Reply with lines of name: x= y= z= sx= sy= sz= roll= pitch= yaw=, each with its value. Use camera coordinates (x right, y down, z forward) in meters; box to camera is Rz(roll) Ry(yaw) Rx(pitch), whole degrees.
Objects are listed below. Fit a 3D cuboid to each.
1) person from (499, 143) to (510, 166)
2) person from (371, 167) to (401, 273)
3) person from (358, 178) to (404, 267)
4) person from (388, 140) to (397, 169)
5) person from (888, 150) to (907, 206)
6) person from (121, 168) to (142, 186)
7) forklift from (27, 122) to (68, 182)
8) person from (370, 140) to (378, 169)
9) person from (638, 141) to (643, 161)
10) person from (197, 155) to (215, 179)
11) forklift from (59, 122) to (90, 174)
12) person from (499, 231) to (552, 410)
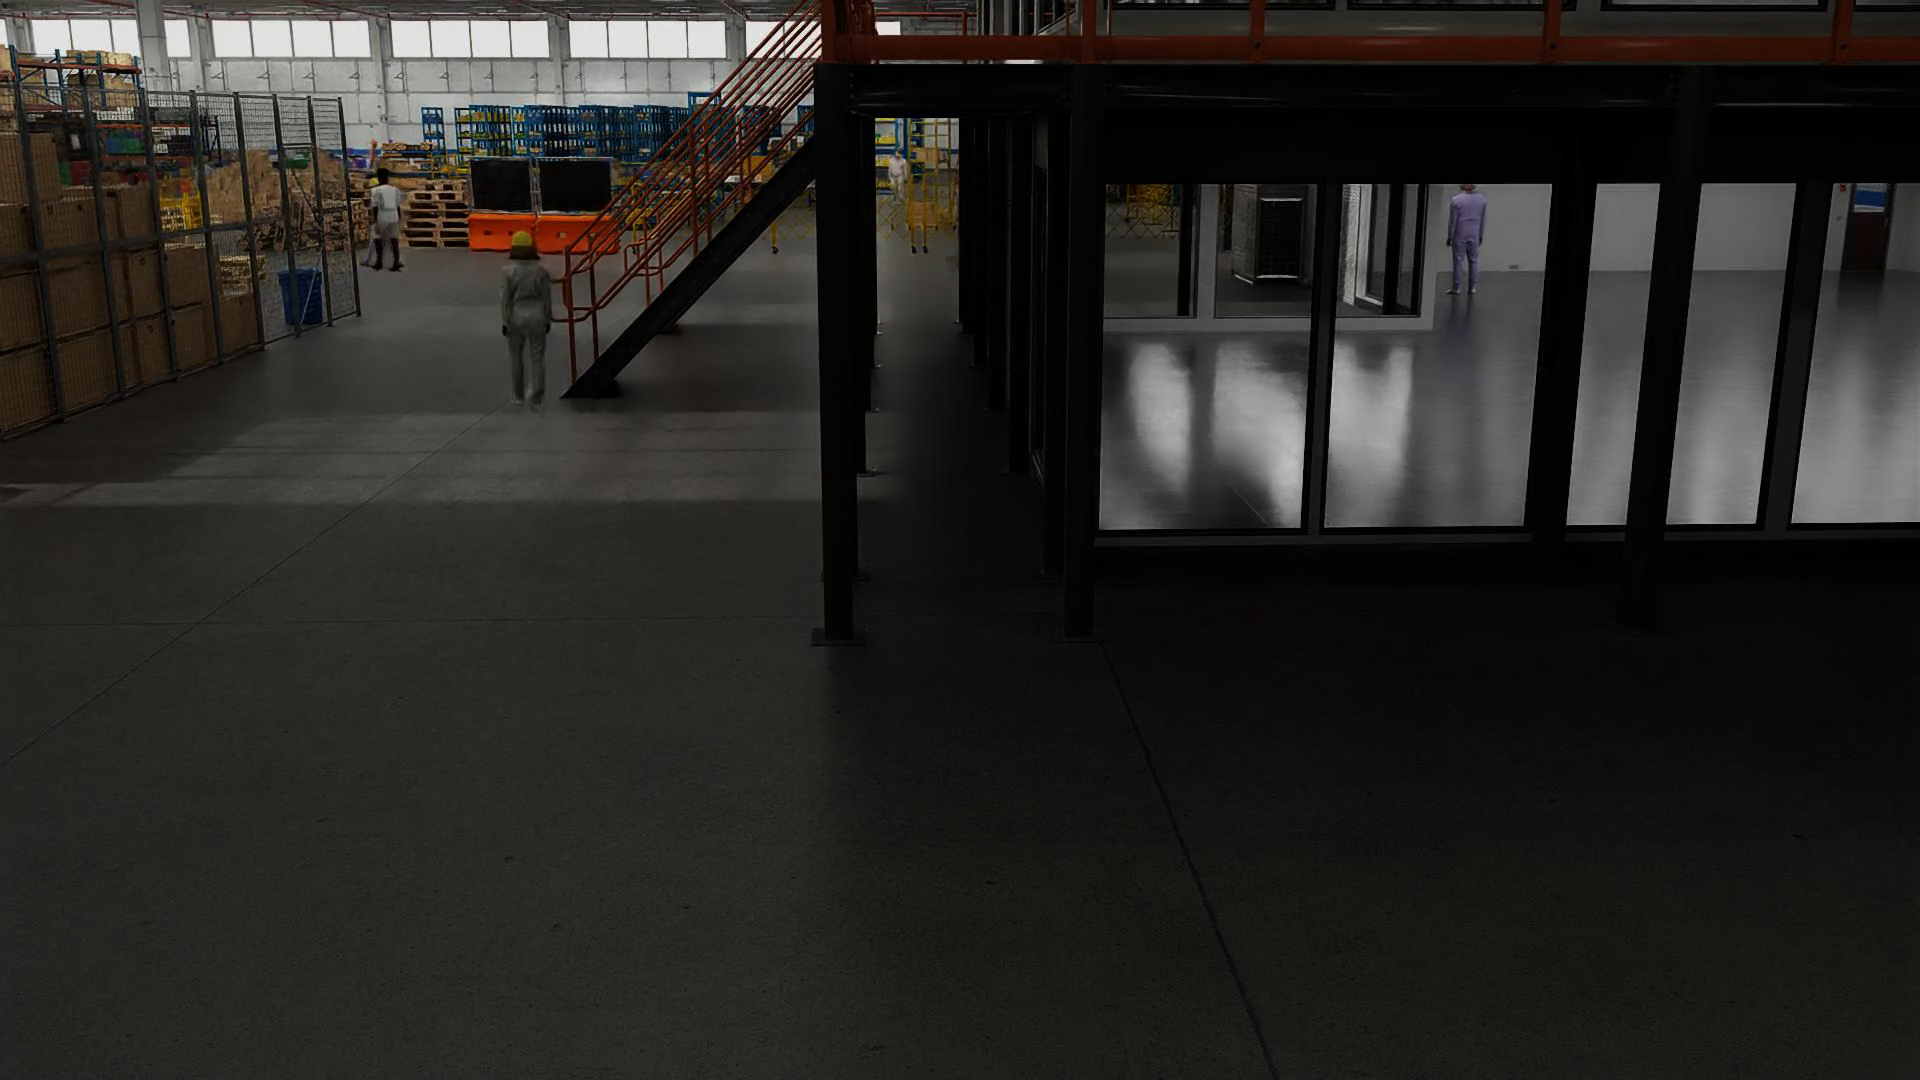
person: x=-23.788 y=-19.814 z=86.747 sx=0.621 sy=1.776 sz=0.941 roll=-5 pitch=15 yaw=-21
person: x=-10.811 y=-5.987 z=31.158 sx=0.840 sy=1.936 sz=0.642 roll=12 pitch=18 yaw=39
person: x=-11.250 y=-6.138 z=32.231 sx=0.928 sy=1.716 sz=0.545 roll=4 pitch=15 yaw=17
person: x=-29.085 y=-19.522 z=85.248 sx=0.390 sy=1.949 sz=0.602 roll=7 pitch=16 yaw=26
person: x=-2.154 y=-12.321 z=56.593 sx=0.680 sy=1.876 sz=0.813 roll=3 pitch=14 yaw=10
person: x=-16.379 y=-6.445 z=33.076 sx=0.553 sy=1.903 sz=0.592 roll=3 pitch=14 yaw=13
forklift: x=-35.376 y=-14.773 z=64.377 sx=1.129 sy=2.768 sz=1.873 roll=-1 pitch=14 yaw=-2
person: x=-28.415 y=-18.456 z=80.992 sx=1.016 sy=1.936 sz=0.654 roll=-3 pitch=14 yaw=-12
person: x=-17.749 y=-21.313 z=92.726 sx=0.943 sy=1.806 sz=0.578 roll=3 pitch=14 yaw=13
person: x=-23.290 y=-10.990 z=51.475 sx=0.608 sy=1.792 sz=0.916 roll=1 pitch=14 yaw=3
forklift: x=-38.694 y=-16.914 z=72.933 sx=1.129 sy=2.768 sz=1.873 roll=4 pitch=15 yaw=15
person: x=-4.270 y=-2.162 z=16.320 sx=0.511 sy=1.711 sz=0.784 roll=-7 pitch=16 yaw=-25
